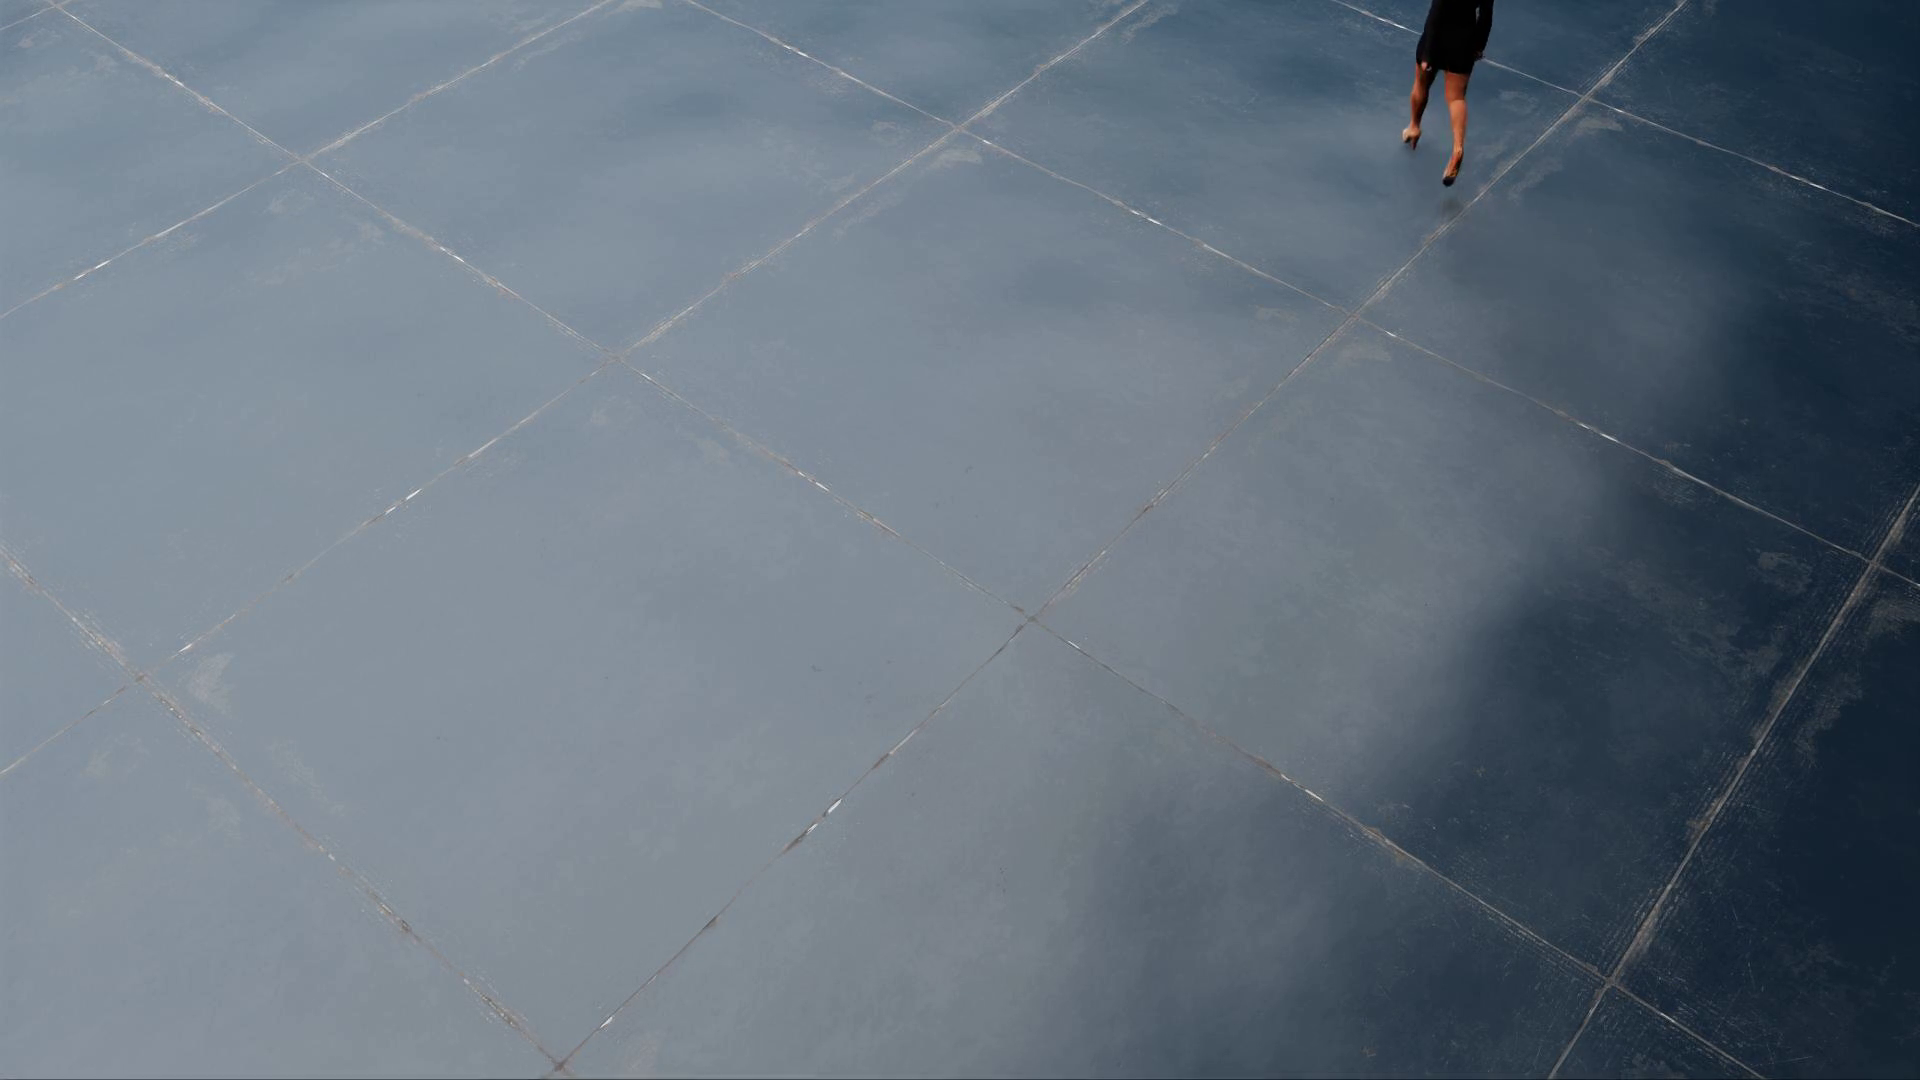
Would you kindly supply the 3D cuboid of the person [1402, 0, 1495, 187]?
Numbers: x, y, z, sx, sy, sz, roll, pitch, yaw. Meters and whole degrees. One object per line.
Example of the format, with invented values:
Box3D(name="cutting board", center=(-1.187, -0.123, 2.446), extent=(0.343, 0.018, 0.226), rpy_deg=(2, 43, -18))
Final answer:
Box3D(name="person", center=(2.967, -2.893, 10.026), extent=(1.000, 1.608, 1.065), rpy_deg=(-3, 47, -3))
